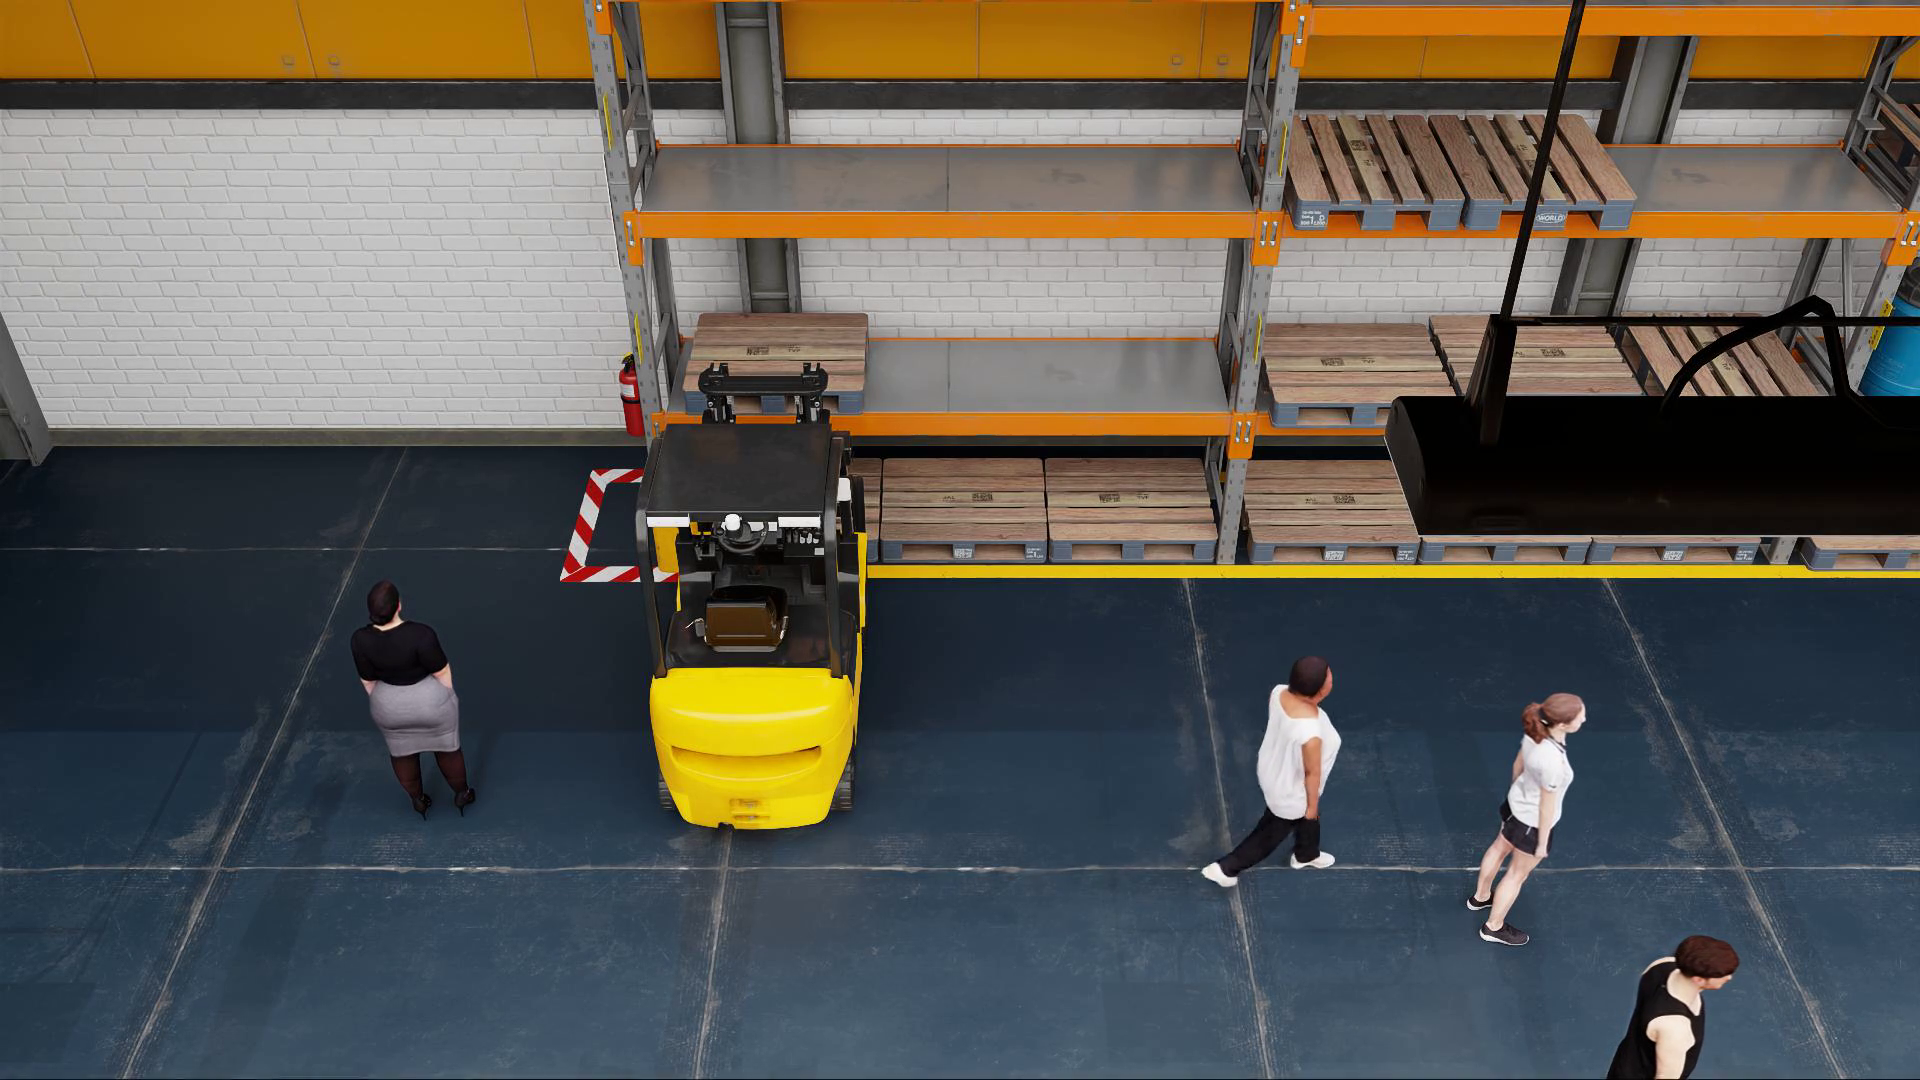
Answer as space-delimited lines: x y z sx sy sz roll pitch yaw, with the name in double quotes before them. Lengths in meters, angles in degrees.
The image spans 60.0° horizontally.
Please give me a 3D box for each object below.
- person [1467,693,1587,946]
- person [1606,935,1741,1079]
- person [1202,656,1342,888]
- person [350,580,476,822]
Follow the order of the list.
"person" 3.063 1.483 8.978 0.530 1.750 0.576 -2 39 -2
"person" 3.167 2.448 7.657 0.637 1.890 0.735 8 39 9
"person" 1.787 1.342 9.228 1.102 1.659 0.755 -4 39 -5
"person" -3.168 0.950 9.638 0.569 1.760 0.734 -3 39 -4
